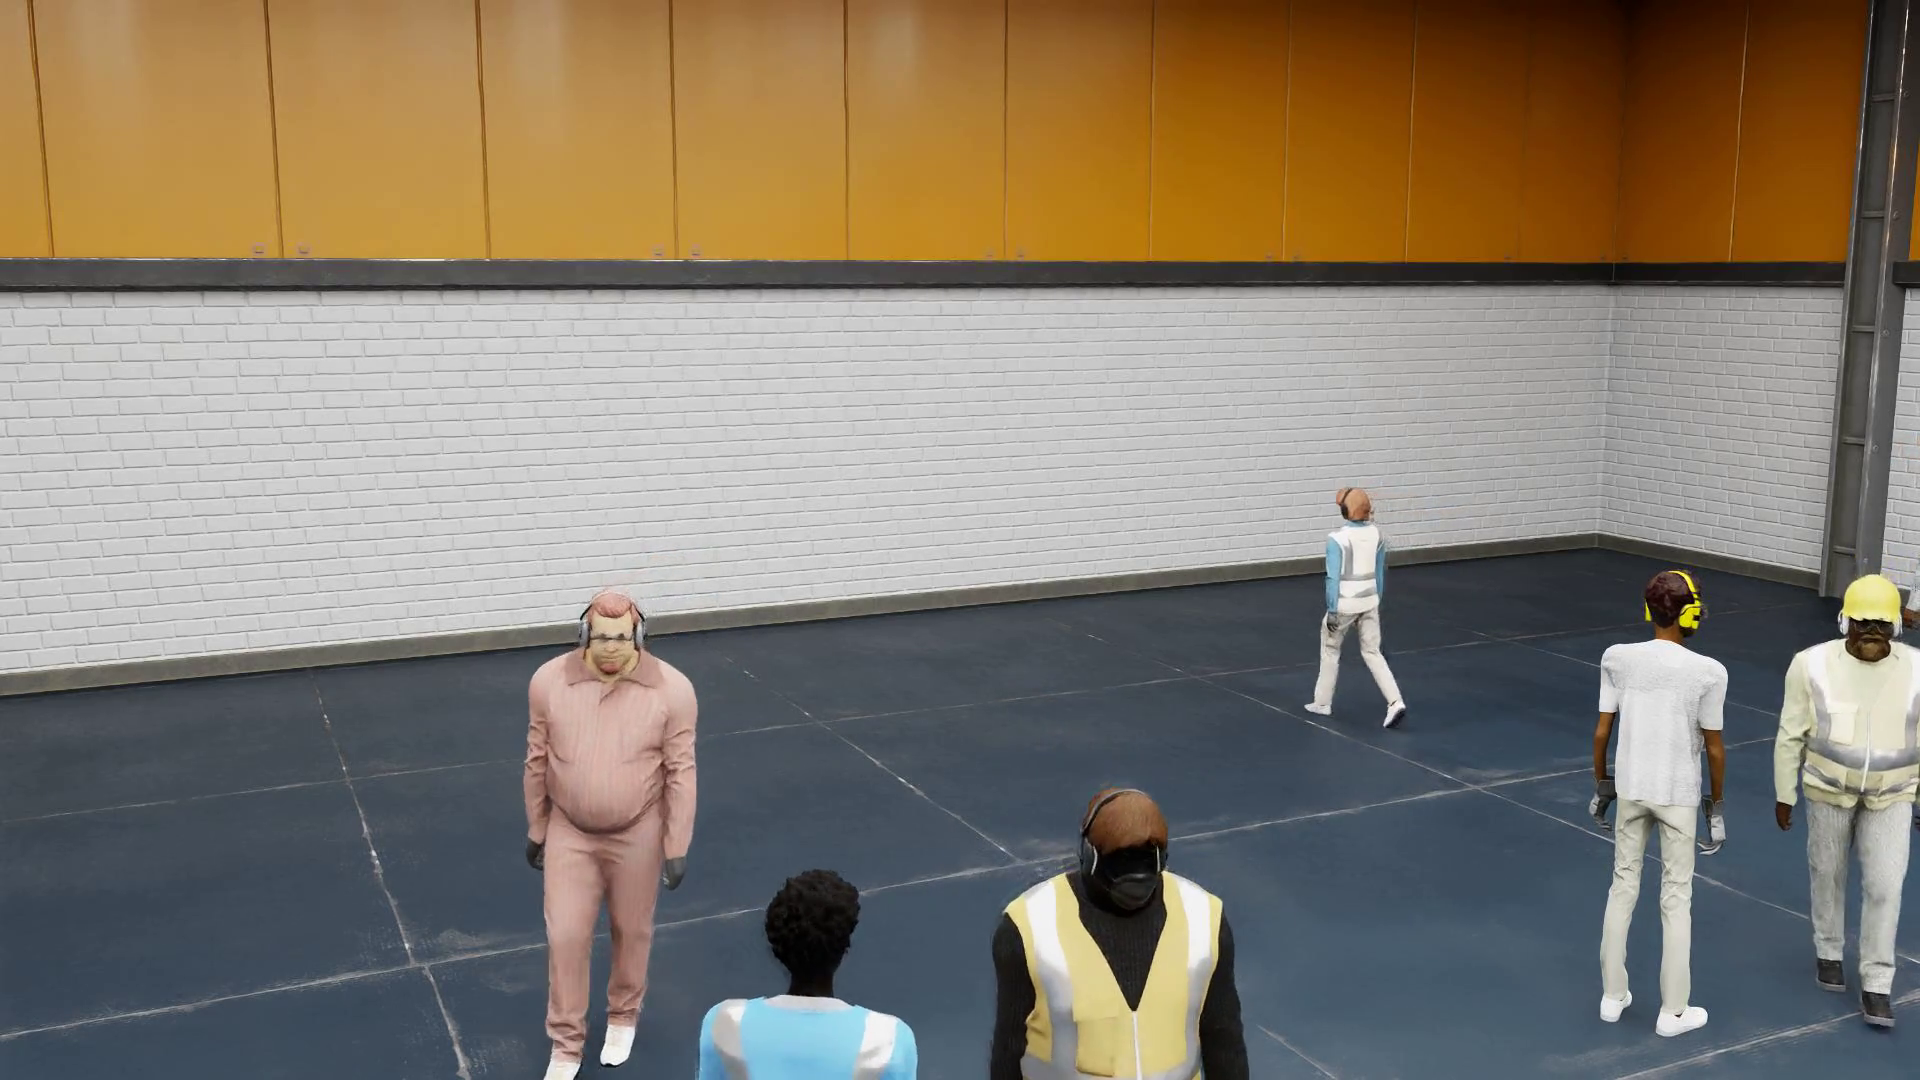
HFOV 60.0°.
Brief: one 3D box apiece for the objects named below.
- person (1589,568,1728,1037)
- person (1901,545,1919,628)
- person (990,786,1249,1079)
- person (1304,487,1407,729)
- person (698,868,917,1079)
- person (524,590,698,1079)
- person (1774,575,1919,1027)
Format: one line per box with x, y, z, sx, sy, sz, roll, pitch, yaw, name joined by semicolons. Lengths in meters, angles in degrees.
2.792;1.041;6.658;0.534;1.865;0.309;8;12;40;person
6.360;0.391;10.554;0.544;1.915;0.860;-4;10;-21;person
0.400;1.471;4.228;0.625;1.785;1.007;-2;9;-12;person
2.676;0.449;11.133;0.528;1.610;0.795;-5;10;-29;person
-0.348;1.572;3.964;0.546;1.652;0.838;1;9;4;person
-1.306;1.118;6.147;0.660;1.870;0.793;-1;9;-4;person
3.664;1.046;6.785;0.626;1.805;0.774;4;10;23;person
